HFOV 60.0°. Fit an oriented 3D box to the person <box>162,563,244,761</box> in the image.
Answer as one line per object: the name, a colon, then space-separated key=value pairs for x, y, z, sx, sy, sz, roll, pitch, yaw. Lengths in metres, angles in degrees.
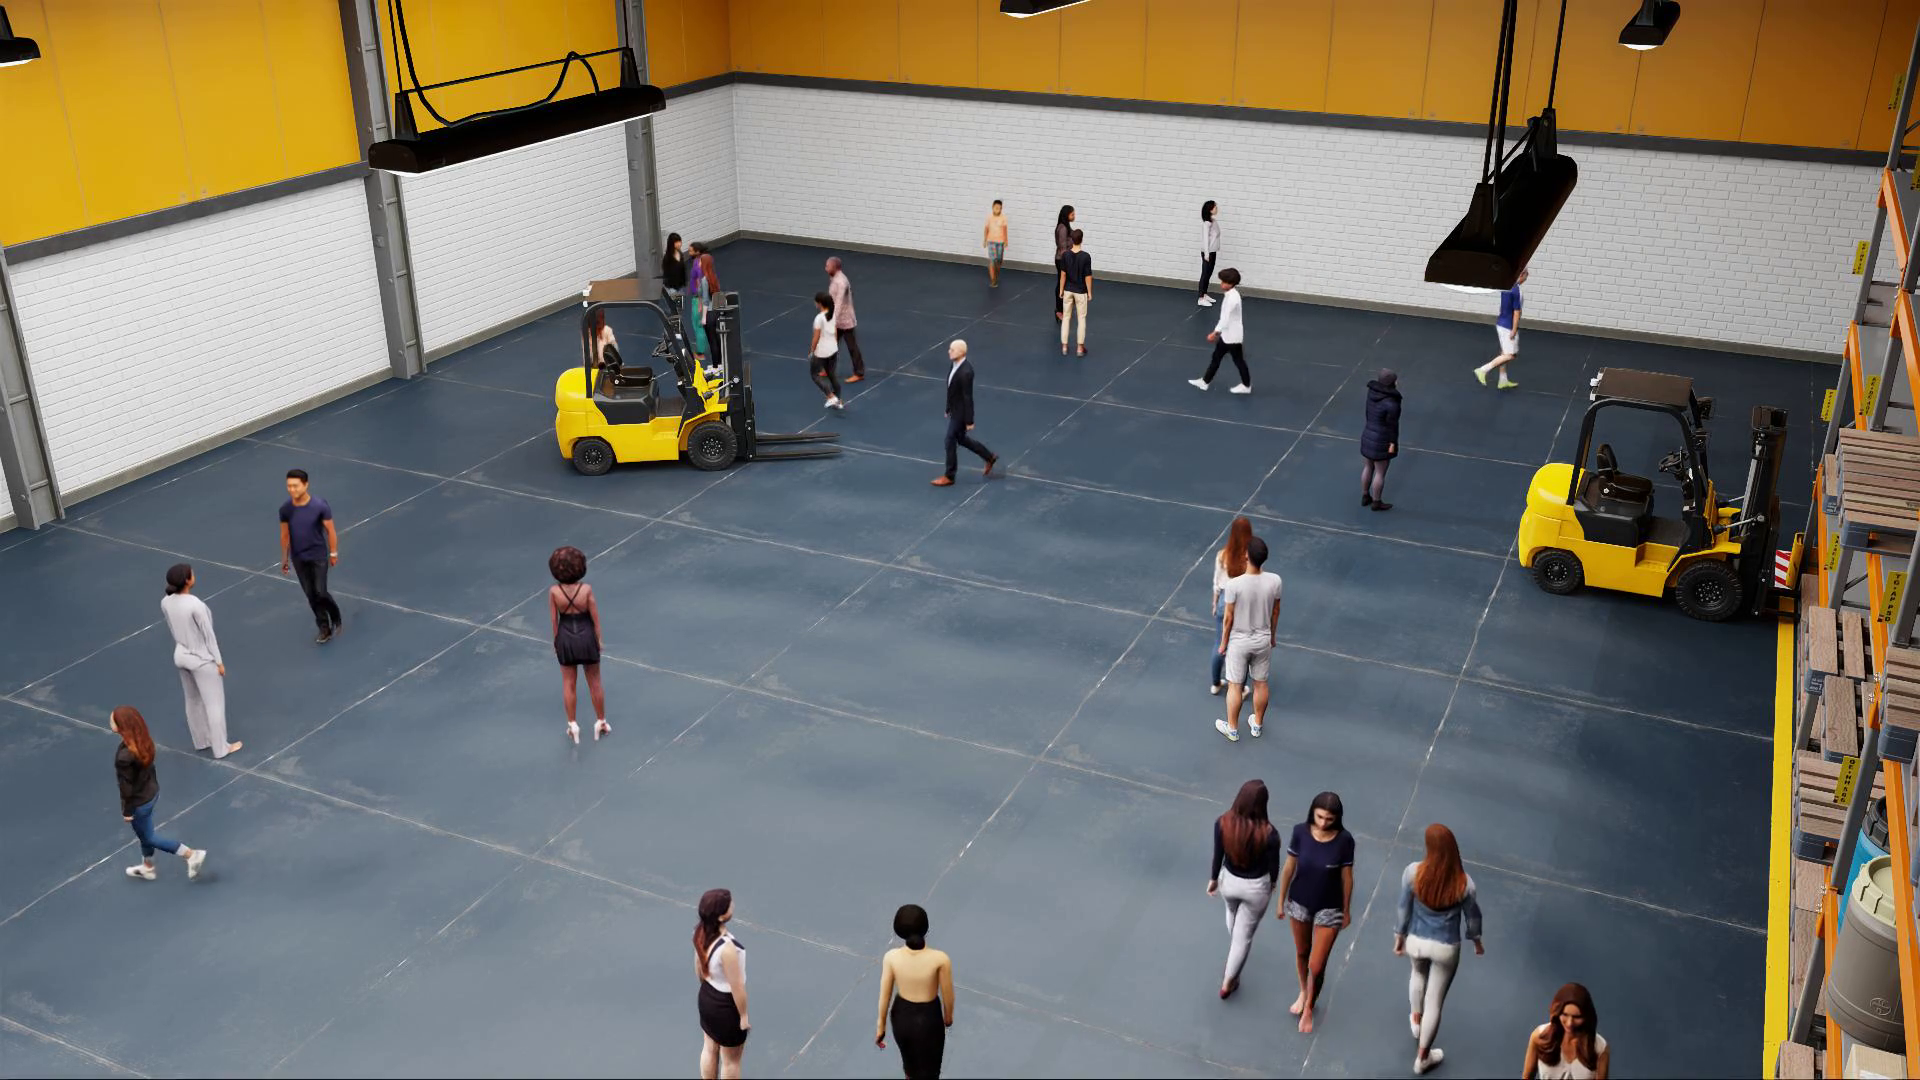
person: x=-6.413 y=1.005 z=13.968 sx=0.623 sy=1.734 sz=0.547 roll=12 pitch=26 yaw=25

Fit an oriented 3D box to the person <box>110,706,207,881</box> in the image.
person: x=-5.970 y=1.894 z=12.267 sx=0.886 sy=1.468 sz=0.895 roll=-3 pitch=24 yaw=-6

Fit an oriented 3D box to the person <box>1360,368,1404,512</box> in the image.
person: x=4.788 y=-1.158 z=18.992 sx=0.842 sy=1.674 sz=0.791 roll=-10 pitch=25 yaw=-21

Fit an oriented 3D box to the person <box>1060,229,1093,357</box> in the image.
person: x=1.701 y=-3.640 z=24.448 sx=0.648 sy=1.851 sz=0.570 roll=9 pitch=25 yaw=19

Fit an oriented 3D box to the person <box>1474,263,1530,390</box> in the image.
person: x=7.461 y=-2.927 z=22.857 sx=0.981 sy=1.819 sz=1.004 roll=-2 pitch=24 yaw=-6

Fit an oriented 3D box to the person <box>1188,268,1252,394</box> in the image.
person: x=3.785 y=-2.797 z=22.641 sx=1.000 sy=1.755 sz=1.121 roll=0 pitch=24 yaw=0

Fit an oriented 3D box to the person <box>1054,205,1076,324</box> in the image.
person: x=1.615 y=-4.322 z=26.025 sx=0.786 sy=1.838 sz=0.658 roll=2 pitch=24 yaw=4

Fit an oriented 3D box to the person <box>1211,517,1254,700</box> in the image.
person: x=2.463 y=0.607 z=14.886 sx=0.573 sy=1.728 sz=0.492 roll=12 pitch=26 yaw=25

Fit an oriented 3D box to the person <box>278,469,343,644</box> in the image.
person: x=-6.186 y=0.124 z=15.924 sx=0.745 sy=1.781 sz=0.755 roll=1 pitch=24 yaw=3

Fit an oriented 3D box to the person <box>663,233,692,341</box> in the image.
person: x=-4.387 y=-3.864 z=25.237 sx=0.642 sy=1.629 sz=0.531 roll=12 pitch=26 yaw=25

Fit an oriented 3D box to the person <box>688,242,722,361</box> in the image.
person: x=-3.682 y=-3.473 z=24.191 sx=0.993 sy=1.751 sz=0.971 roll=-5 pitch=24 yaw=-11

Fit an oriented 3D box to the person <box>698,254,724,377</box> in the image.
person: x=-3.536 y=-3.191 z=23.557 sx=0.682 sy=1.743 sz=0.525 roll=6 pitch=24 yaw=14

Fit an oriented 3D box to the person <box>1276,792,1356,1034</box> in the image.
person: x=2.354 y=2.351 z=10.872 sx=0.616 sy=1.748 sz=0.641 roll=12 pitch=26 yaw=26

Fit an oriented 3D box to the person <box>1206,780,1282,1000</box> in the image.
person: x=1.875 y=2.358 z=11.065 sx=0.635 sy=1.580 sz=0.962 roll=13 pitch=27 yaw=27

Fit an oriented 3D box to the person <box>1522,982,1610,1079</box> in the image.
person: x=3.283 y=3.119 z=9.093 sx=0.670 sy=1.766 sz=0.994 roll=8 pitch=25 yaw=17

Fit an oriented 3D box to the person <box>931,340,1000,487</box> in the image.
person: x=0.080 y=-1.512 z=19.674 sx=1.129 sy=1.776 sz=1.144 roll=-5 pitch=24 yaw=-12

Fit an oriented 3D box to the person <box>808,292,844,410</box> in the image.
person: x=-1.735 y=-2.468 z=22.048 sx=0.676 sy=1.625 sz=0.594 roll=17 pitch=29 yaw=34

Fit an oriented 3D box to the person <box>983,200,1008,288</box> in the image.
person: x=0.594 y=-5.054 z=28.205 sx=0.887 sy=1.434 sz=1.031 roll=-3 pitch=24 yaw=-6

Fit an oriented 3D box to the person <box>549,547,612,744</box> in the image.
person: x=-3.257 y=0.896 z=14.152 sx=0.662 sy=1.788 sz=0.696 roll=-3 pitch=24 yaw=-7

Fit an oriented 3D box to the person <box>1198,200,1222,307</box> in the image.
person: x=4.036 y=-4.669 z=26.990 sx=0.677 sy=1.701 sz=0.491 roll=10 pitch=25 yaw=21

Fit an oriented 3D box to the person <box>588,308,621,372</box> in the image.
person: x=-4.774 y=-2.354 z=22.000 sx=0.574 sy=1.457 sz=0.851 roll=12 pitch=26 yaw=25

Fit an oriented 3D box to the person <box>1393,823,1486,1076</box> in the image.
person: x=2.925 y=2.593 z=10.406 sx=0.732 sy=1.677 sz=0.822 roll=17 pitch=29 yaw=33

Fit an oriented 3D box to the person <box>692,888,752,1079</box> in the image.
person: x=-1.431 y=2.795 z=9.981 sx=0.618 sy=1.648 sz=0.625 roll=-21 pitch=31 yaw=-40

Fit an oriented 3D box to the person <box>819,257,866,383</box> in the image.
person: x=-1.546 y=-3.080 z=23.260 sx=1.086 sy=1.777 sz=1.038 roll=-10 pitch=25 yaw=-21

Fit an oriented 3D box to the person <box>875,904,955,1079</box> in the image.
person: x=-0.266 y=2.934 z=9.708 sx=0.684 sy=1.612 sz=0.975 roll=9 pitch=25 yaw=19

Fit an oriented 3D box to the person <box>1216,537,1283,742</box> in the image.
person: x=2.471 y=0.844 z=14.185 sx=0.762 sy=1.856 sz=0.802 roll=-6 pitch=24 yaw=-14
